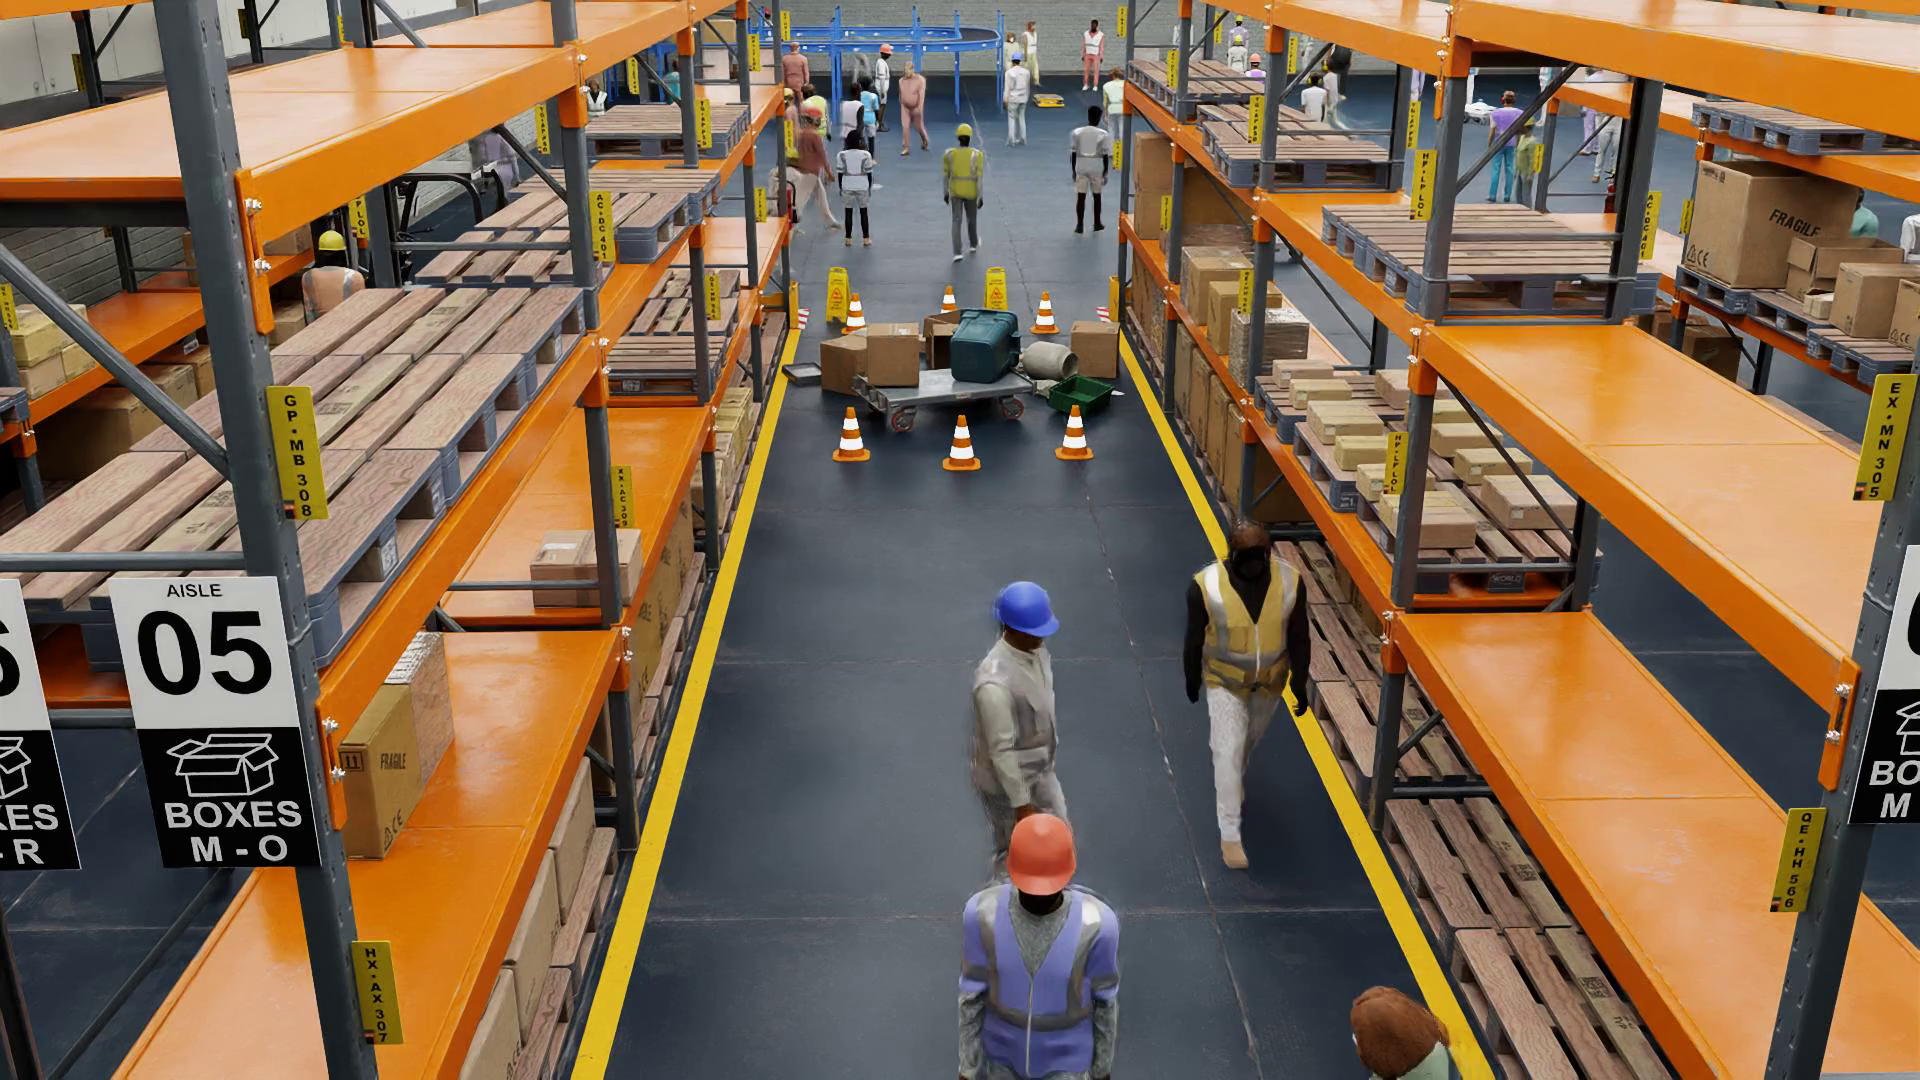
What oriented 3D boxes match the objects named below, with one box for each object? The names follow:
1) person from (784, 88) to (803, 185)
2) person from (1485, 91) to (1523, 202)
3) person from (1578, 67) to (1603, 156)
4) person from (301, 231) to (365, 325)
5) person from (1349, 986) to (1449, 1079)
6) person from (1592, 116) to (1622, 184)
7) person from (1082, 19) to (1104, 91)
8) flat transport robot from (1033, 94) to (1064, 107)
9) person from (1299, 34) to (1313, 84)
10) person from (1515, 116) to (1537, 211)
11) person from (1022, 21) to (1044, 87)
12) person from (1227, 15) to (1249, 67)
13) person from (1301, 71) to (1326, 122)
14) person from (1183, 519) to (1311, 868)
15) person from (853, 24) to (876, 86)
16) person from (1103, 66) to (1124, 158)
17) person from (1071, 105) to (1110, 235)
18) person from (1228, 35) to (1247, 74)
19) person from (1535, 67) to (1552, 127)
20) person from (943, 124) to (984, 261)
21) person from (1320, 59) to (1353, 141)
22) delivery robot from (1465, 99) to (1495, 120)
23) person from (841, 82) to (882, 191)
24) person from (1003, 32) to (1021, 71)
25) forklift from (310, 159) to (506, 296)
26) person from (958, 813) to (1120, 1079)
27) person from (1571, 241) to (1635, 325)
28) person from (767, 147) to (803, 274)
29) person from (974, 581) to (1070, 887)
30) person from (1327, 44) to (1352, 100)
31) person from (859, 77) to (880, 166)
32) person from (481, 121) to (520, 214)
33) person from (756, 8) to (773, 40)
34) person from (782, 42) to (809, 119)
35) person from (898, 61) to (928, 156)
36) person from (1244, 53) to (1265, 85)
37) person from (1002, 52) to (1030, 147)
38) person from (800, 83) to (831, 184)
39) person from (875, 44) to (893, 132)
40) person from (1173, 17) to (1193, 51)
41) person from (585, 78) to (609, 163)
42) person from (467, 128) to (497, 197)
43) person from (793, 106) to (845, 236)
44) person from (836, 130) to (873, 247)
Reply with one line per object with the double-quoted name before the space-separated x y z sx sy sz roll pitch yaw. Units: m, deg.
"person" -2.982 -7.162 29.694 0.429 1.746 0.600 5 21 13
"person" 9.251 -6.686 28.296 0.564 1.846 0.390 0 21 0
"person" 12.833 -8.757 33.687 0.652 1.906 0.403 -11 23 -27
"person" -5.814 -1.935 15.627 0.590 1.926 0.388 0 21 0
"person" 1.401 2.119 5.395 0.551 1.582 0.860 -16 26 -35
"person" 11.865 -7.461 30.220 0.631 1.936 0.362 9 23 23
"person" 3.677 -13.409 45.989 0.597 1.904 0.400 8 22 21
"flat transport robot" 2.261 -11.257 42.569 0.652 0.197 1.431 -1 21 -4
"person" 9.910 -14.084 47.709 0.405 1.945 0.615 9 22 22
"person" 8.746 -5.702 25.812 0.339 1.764 0.532 -1 21 -3
"person" 1.933 -13.716 46.934 0.909 1.812 0.579 16 26 35
"person" 7.902 -13.943 47.373 0.600 1.924 0.391 0 21 0
"person" 6.709 -7.976 31.713 0.533 1.847 0.678 -2 21 -4
"person" 1.499 0.717 8.805 0.625 1.798 0.941 -3 21 -7
"person" -2.706 -13.692 47.018 0.849 1.702 0.493 -14 25 -32
"person" 3.131 -8.502 33.132 0.589 1.825 0.740 -2 21 -5
"person" 1.986 -5.655 25.489 0.622 1.931 0.659 5 21 14
"person" 7.065 -12.001 42.487 0.488 1.743 0.317 0 21 0
"person" 13.450 -10.469 38.154 0.404 1.945 0.616 5 21 12
"person" 0.057 -4.971 23.722 0.614 1.869 0.999 5 21 12
"person" 7.804 -9.063 34.604 0.774 1.835 0.541 16 26 37
"delivery robot" 12.122 -10.025 38.788 0.477 0.478 0.707 -10 23 -25
"person" -1.767 -7.081 29.289 0.864 1.885 0.612 -17 27 -38
"person" 1.394 -12.995 45.305 0.514 1.645 0.427 -9 23 -23
"forklift" -5.622 -2.910 17.832 2.313 2.155 1.214 -1 21 -1
"person" 0.260 1.797 5.782 0.547 1.922 0.419 5 21 14
"person" 5.759 -1.734 15.087 0.629 1.935 0.372 0 21 0
"person" -2.380 -4.500 22.693 0.505 1.710 0.498 9 23 23
"person" 0.321 1.071 7.679 0.507 1.927 0.630 9 23 23
"person" 9.988 -12.588 43.627 0.688 2.000 0.536 -2 21 -7
"person" -1.842 -8.103 32.291 0.571 1.679 0.384 2 21 6
"person" -6.958 -5.501 25.105 0.560 1.899 0.976 8 22 21
"person" -5.655 -14.542 48.788 0.609 2.043 0.397 0 21 0
"person" -3.751 -10.429 38.110 0.652 1.904 0.402 5 21 12
"person" -0.943 -8.800 33.853 0.627 1.870 0.804 8 22 20
"person" 6.094 -9.114 34.589 0.549 1.934 0.374 -4 21 -10
"person" 1.187 -9.275 35.025 0.676 1.930 0.446 -14 25 -33
"person" -2.616 -7.372 30.187 0.826 1.797 0.664 14 25 32
"person" -1.709 -10.154 37.359 0.413 1.924 0.543 -1 21 -2
"person" 6.561 -14.524 48.979 0.594 1.875 0.376 -1 21 -2
"person" -7.151 -8.242 32.704 0.521 1.634 0.312 -2 21 -5
"person" -8.245 -6.878 28.834 0.592 1.825 0.404 0 21 0
"person" -2.275 -5.642 25.431 1.064 1.934 0.595 -9 22 -22
"person" -1.548 -5.182 24.528 0.537 1.696 0.321 0 21 0
